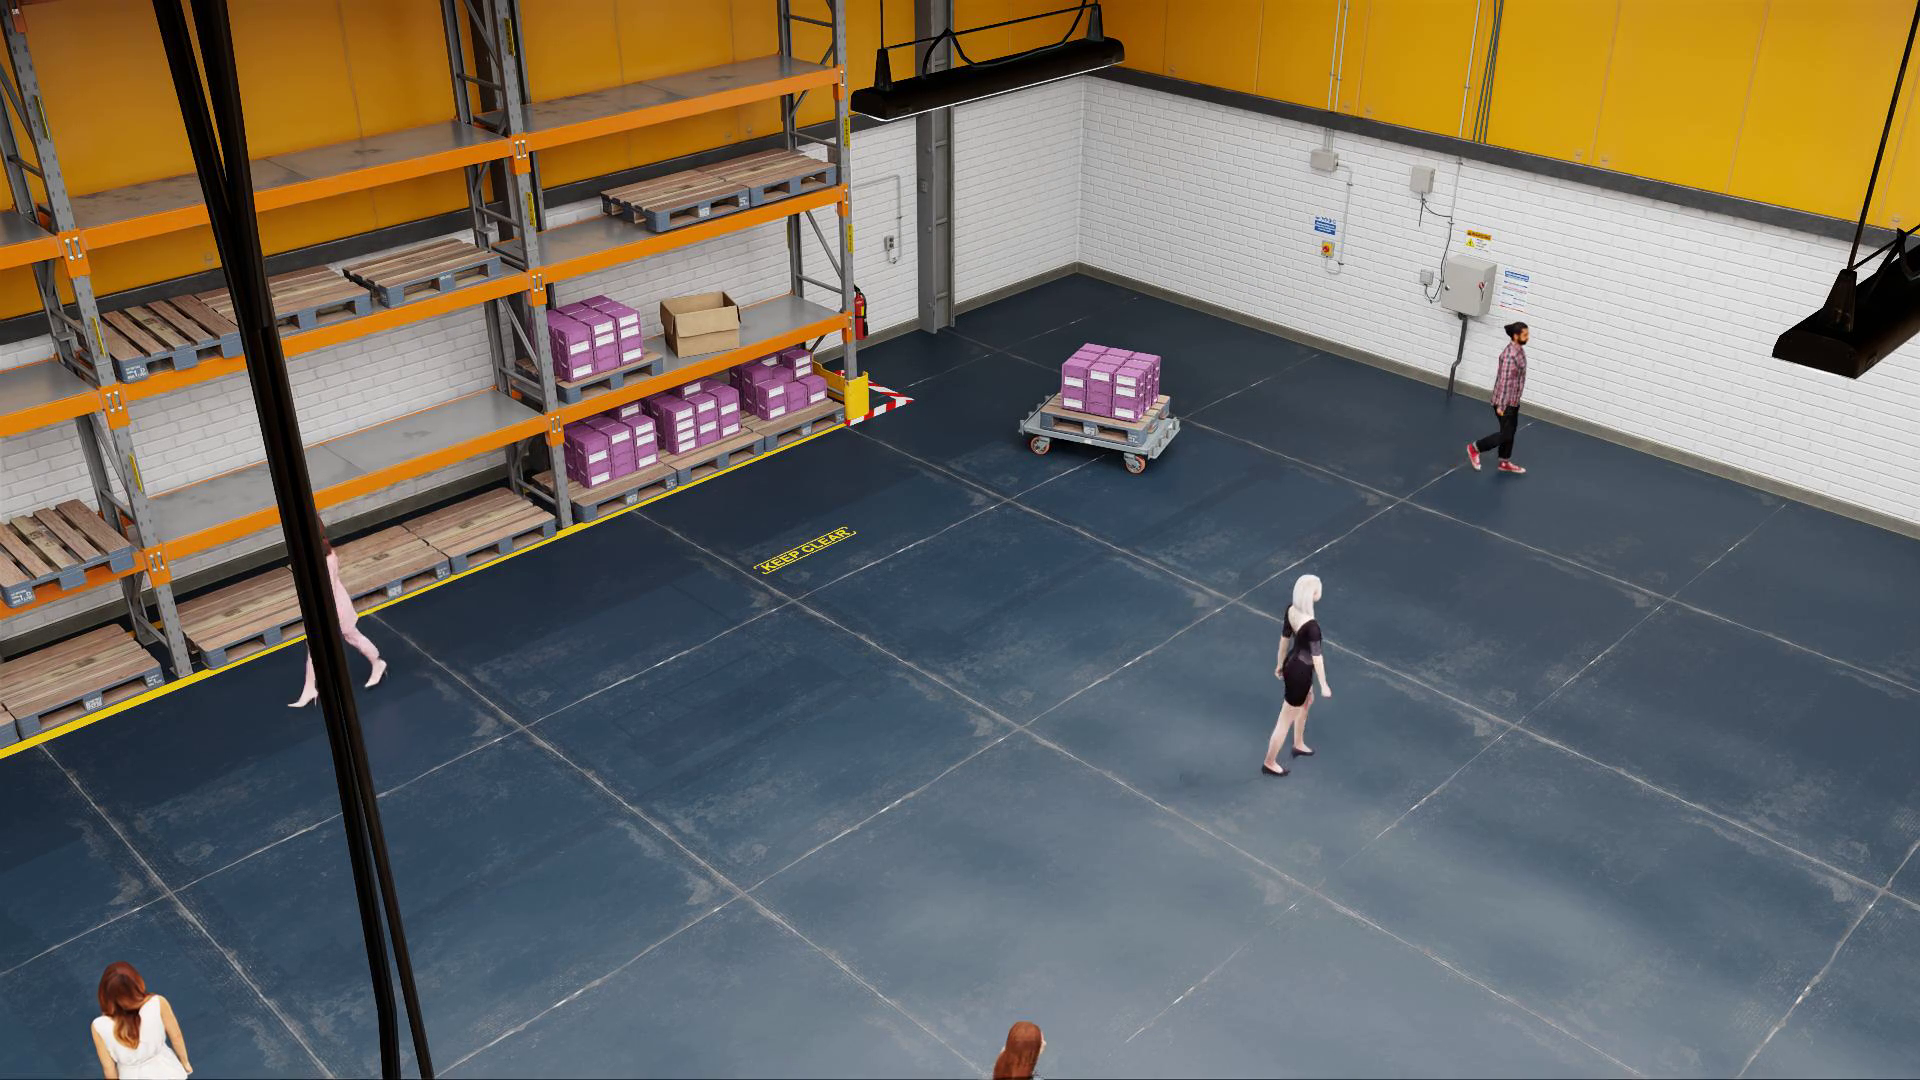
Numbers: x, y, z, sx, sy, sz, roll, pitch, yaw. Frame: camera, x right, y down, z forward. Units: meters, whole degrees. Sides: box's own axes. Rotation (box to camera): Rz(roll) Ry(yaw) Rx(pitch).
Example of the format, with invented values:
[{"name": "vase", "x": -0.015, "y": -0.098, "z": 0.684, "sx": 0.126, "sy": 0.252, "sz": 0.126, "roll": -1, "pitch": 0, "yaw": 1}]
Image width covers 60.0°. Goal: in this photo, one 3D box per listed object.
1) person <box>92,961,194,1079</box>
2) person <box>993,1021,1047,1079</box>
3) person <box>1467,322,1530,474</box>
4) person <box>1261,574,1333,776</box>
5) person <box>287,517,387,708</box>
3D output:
[{"name": "person", "x": -4.615, "y": 3.120, "z": 9.509, "sx": 0.523, "sy": 1.785, "sz": 0.683, "roll": -18, "pitch": 33, "yaw": -29}, {"name": "person", "x": 0.226, "y": 3.348, "z": 9.224, "sx": 1.188, "sy": 1.659, "sz": 0.995, "roll": -6, "pitch": 29, "yaw": -11}, {"name": "person", "x": 5.914, "y": -1.546, "z": 18.105, "sx": 0.943, "sy": 1.747, "sz": 0.938, "roll": 13, "pitch": 31, "yaw": 23}, {"name": "person", "x": 2.583, "y": 1.113, "z": 13.162, "sx": 0.920, "sy": 1.812, "sz": 0.820, "roll": -6, "pitch": 29, "yaw": -11}, {"name": "person", "x": -5.276, "y": 0.581, "z": 14.204, "sx": 0.700, "sy": 1.748, "sz": 1.150, "roll": 21, "pitch": 35, "yaw": 33}]
